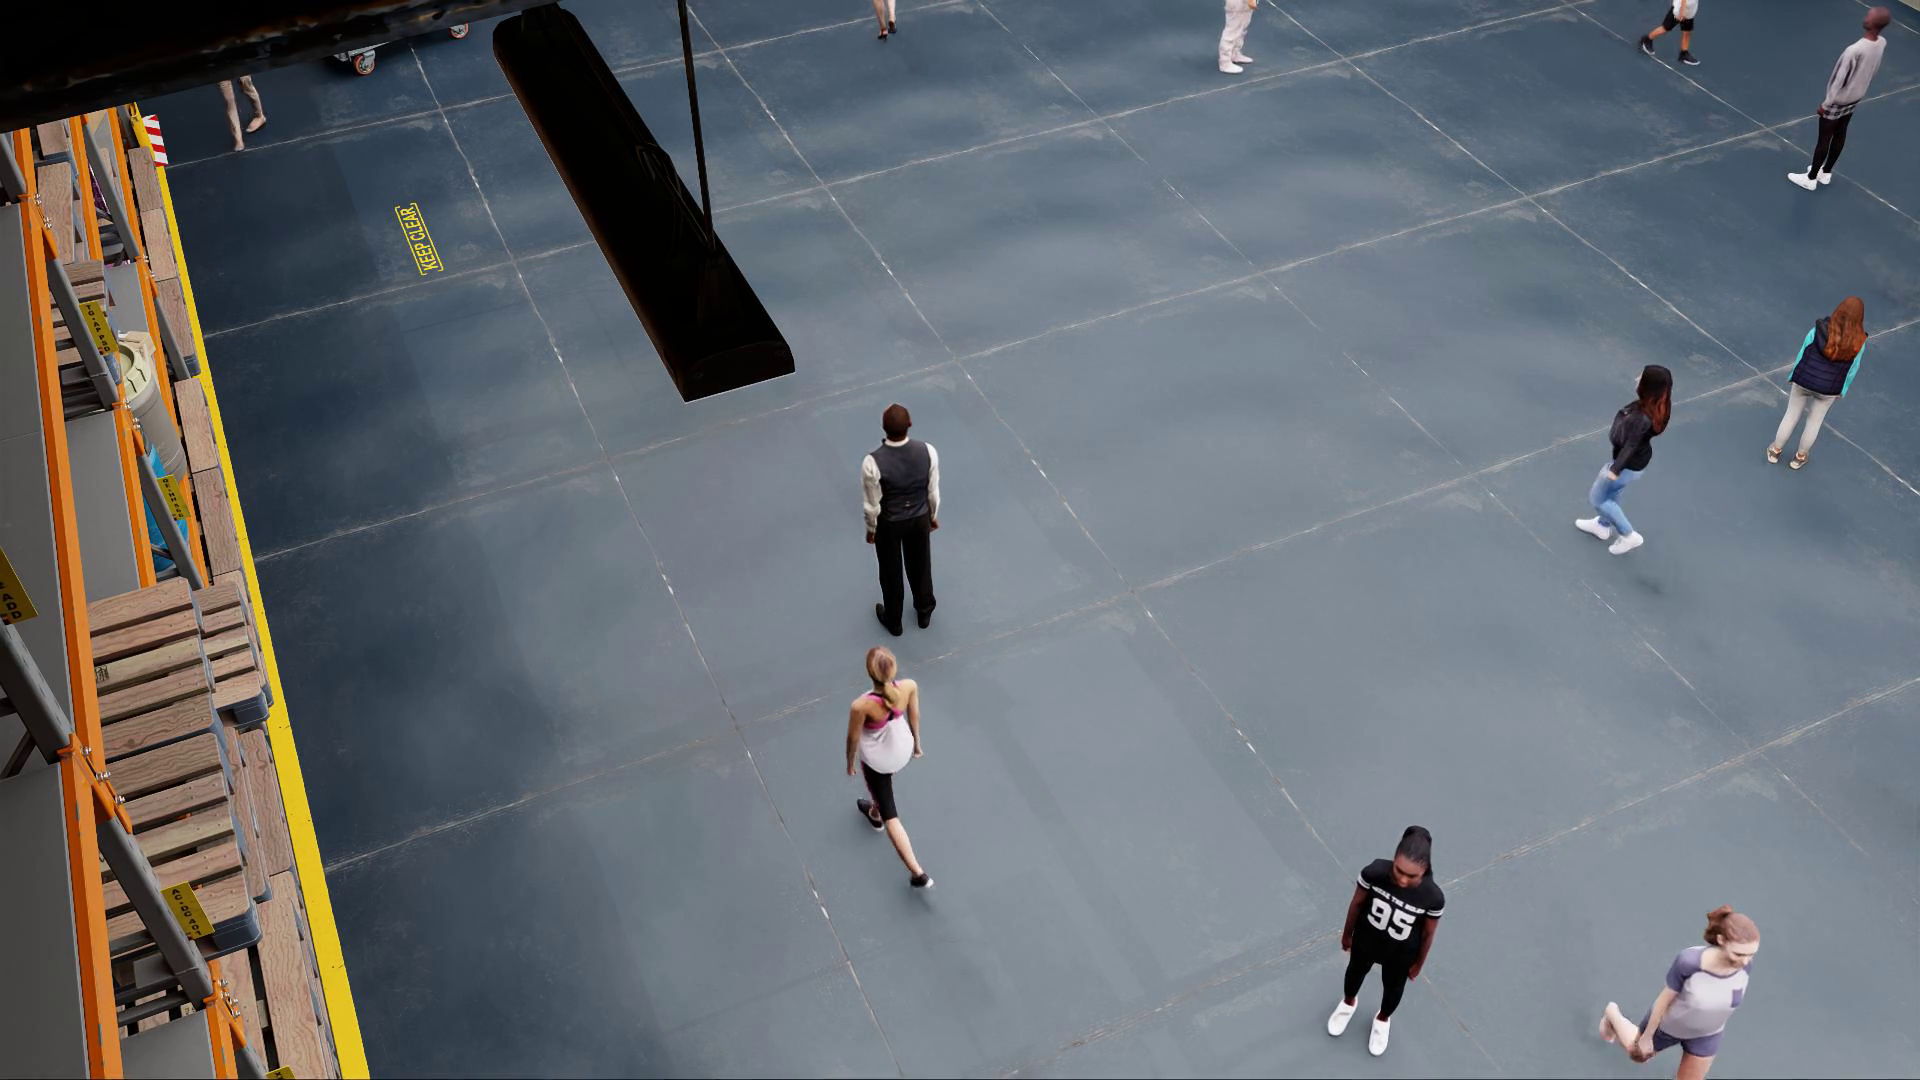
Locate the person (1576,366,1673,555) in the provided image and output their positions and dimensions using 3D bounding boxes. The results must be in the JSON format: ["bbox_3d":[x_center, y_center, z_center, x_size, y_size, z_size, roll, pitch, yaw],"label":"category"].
[{"bbox_3d":[4.748,-0.532,11.700,0.894,1.625,0.835,29,51,27],"label":"person"}]

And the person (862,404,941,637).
[{"bbox_3d":[-0.386,-0.127,11.062,0.700,1.919,0.597,-14,45,-14],"label":"person"}]

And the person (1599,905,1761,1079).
[{"bbox_3d":[3.678,2.409,8.530,0.888,1.739,1.115,1,44,1],"label":"person"}]

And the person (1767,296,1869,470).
[{"bbox_3d":[6.436,-1.185,12.476,0.668,1.499,0.746,22,48,22],"label":"person"}]

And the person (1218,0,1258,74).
[{"bbox_3d":[2.815,-5.608,16.985,0.816,1.684,0.741,10,44,10],"label":"person"}]

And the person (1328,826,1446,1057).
[{"bbox_3d":[2.265,2.128,8.833,0.658,1.728,0.747,21,47,20],"label":"person"}]

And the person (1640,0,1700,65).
[{"bbox_3d":[7.479,-5.585,17.281,0.943,1.243,0.716,32,52,29],"label":"person"}]

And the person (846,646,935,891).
[{"bbox_3d":[-0.393,1.327,9.653,0.713,1.756,1.152,-24,49,-23],"label":"person"}]

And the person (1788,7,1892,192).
[{"bbox_3d":[8.144,-4.062,15.299,0.624,1.771,0.538,-20,47,-20],"label":"person"}]
